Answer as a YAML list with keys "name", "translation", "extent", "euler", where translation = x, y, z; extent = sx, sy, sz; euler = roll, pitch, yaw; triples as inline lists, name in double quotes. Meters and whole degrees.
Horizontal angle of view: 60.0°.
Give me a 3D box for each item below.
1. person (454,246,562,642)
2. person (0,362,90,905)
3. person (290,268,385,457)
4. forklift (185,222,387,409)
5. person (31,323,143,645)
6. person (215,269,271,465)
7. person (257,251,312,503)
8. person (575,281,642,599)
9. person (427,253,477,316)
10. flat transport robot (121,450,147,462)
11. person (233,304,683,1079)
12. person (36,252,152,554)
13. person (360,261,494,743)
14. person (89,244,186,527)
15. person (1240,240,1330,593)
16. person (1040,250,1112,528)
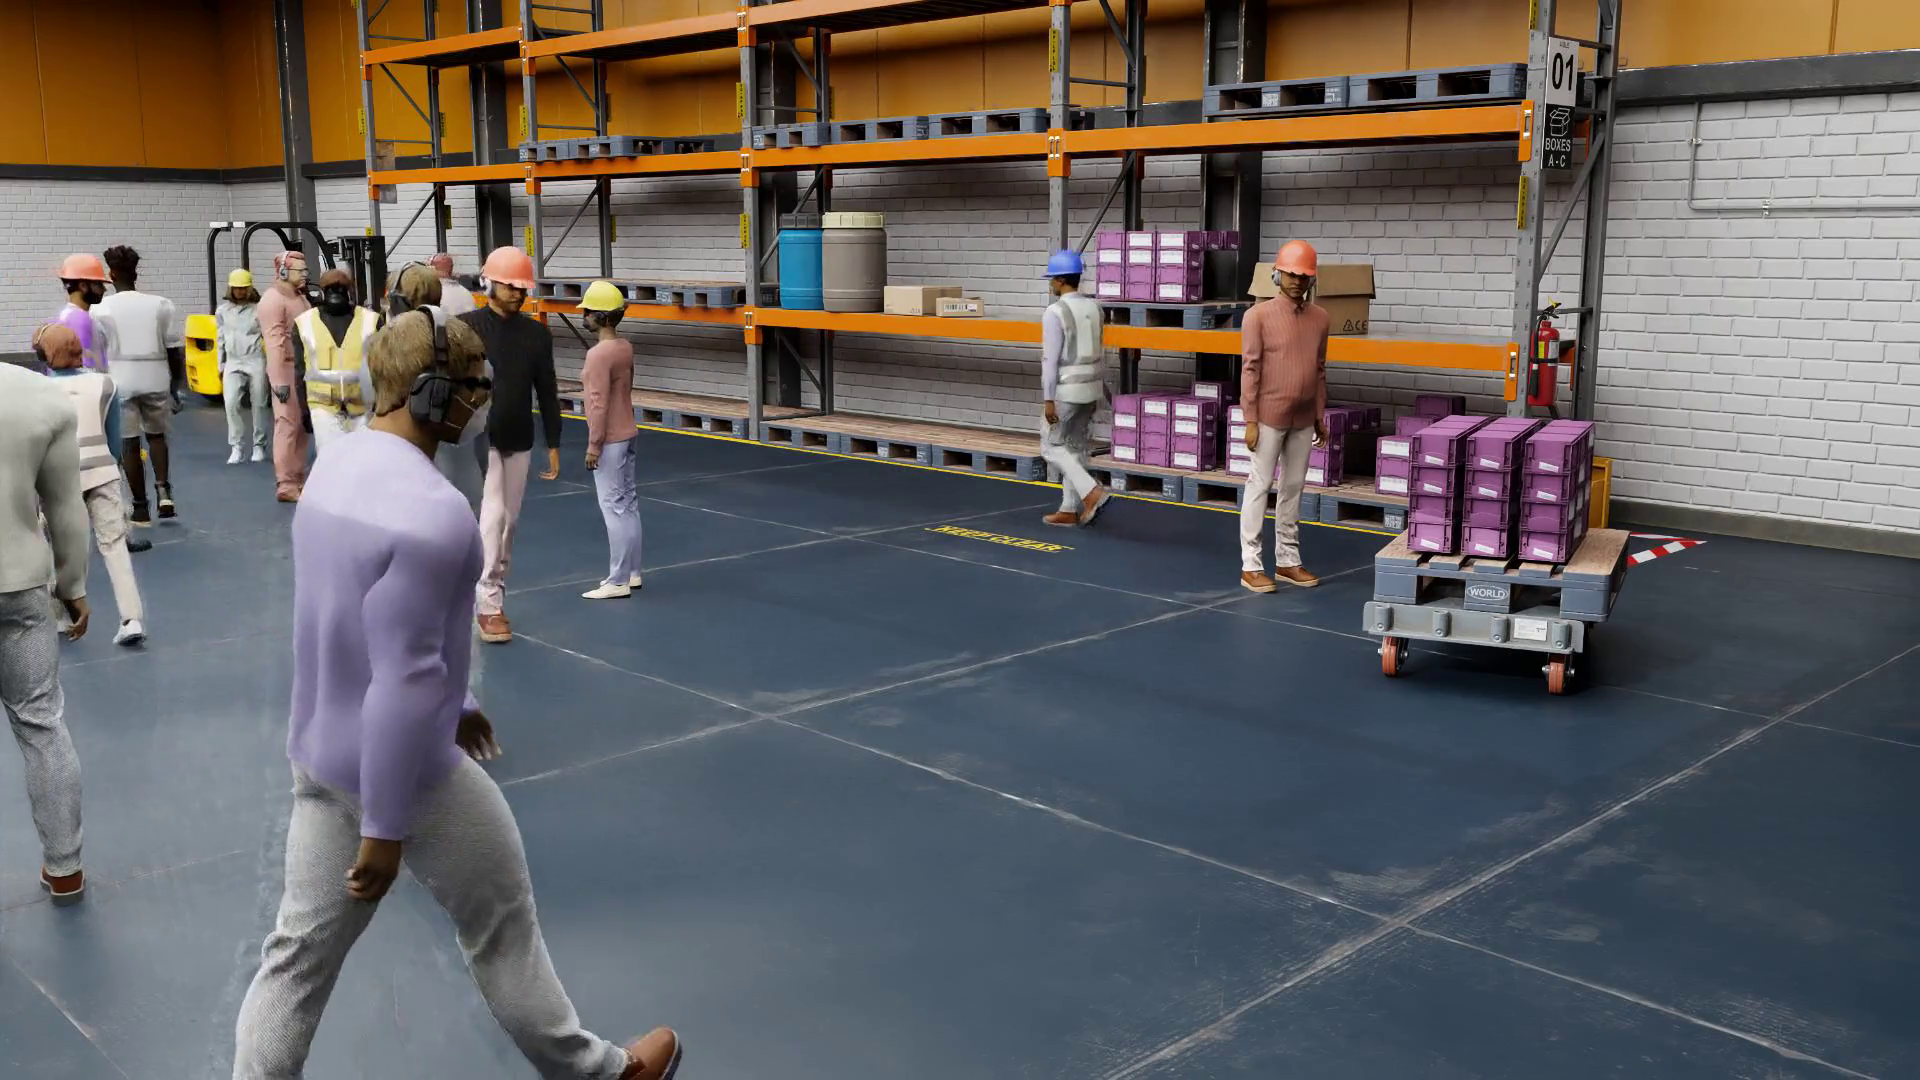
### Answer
- name: "person"
  translation: [-2.274, -0.476, 8.352]
  extent: [0.633, 1.957, 0.740]
  euler: [-9, 14, -41]
- name: "person"
  translation: [-2.888, 0.173, 4.881]
  extent: [0.638, 1.937, 0.357]
  euler: [-10, 14, -44]
- name: "person"
  translation: [-4.119, -0.913, 11.151]
  extent: [0.634, 1.813, 0.804]
  euler: [-4, 11, -19]
- name: "forklift"
  translation: [-8.169, -2.758, 20.163]
  extent: [2.313, 2.155, 1.214]
  euler: [-10, 14, -44]
- name: "person"
  translation: [-4.369, -0.272, 8.262]
  extent: [0.875, 1.598, 0.509]
  euler: [9, 14, 40]
- name: "person"
  translation: [-6.329, -1.525, 14.708]
  extent: [0.516, 1.713, 0.691]
  euler: [-1, 10, -8]
- name: "person"
  translation: [-5.063, -1.243, 12.695]
  extent: [0.402, 1.904, 0.652]
  euler: [0, 10, -3]
- name: "person"
  translation: [-1.967, -0.553, 9.304]
  extent: [0.309, 1.772, 0.525]
  euler: [1, 10, 7]
- name: "person"
  translation: [-4.240, -1.420, 13.746]
  extent: [0.428, 1.883, 0.652]
  euler: [4, 11, 18]
- name: "flat transport robot"
  translation: [-7.964, -0.758, 14.507]
  extent: [1.431, 0.197, 0.652]
  euler: [-10, 14, -44]
- name: "person"
  translation: [-1.109, 0.457, 3.492]
  extent: [1.056, 1.873, 0.633]
  euler: [-10, 14, -44]
- name: "person"
  translation: [-5.535, -0.832, 10.406]
  extent: [0.650, 1.920, 0.555]
  euler: [-5, 12, -27]
- name: "person"
  translation: [-2.099, -0.125, 6.543]
  extent: [0.440, 1.921, 0.649]
  euler: [6, 12, 29]
- name: "person"
  translation: [-5.730, -1.059, 11.543]
  extent: [0.632, 1.954, 0.419]
  euler: [-9, 14, -41]
- name: "person"
  translation: [1.865, -0.700, 9.501]
  extent: [0.612, 1.990, 0.392]
  euler: [-6, 12, -28]
- name: "person"
  translation: [0.803, -1.006, 11.351]
  extent: [0.580, 1.928, 0.617]
  euler: [9, 14, 41]
